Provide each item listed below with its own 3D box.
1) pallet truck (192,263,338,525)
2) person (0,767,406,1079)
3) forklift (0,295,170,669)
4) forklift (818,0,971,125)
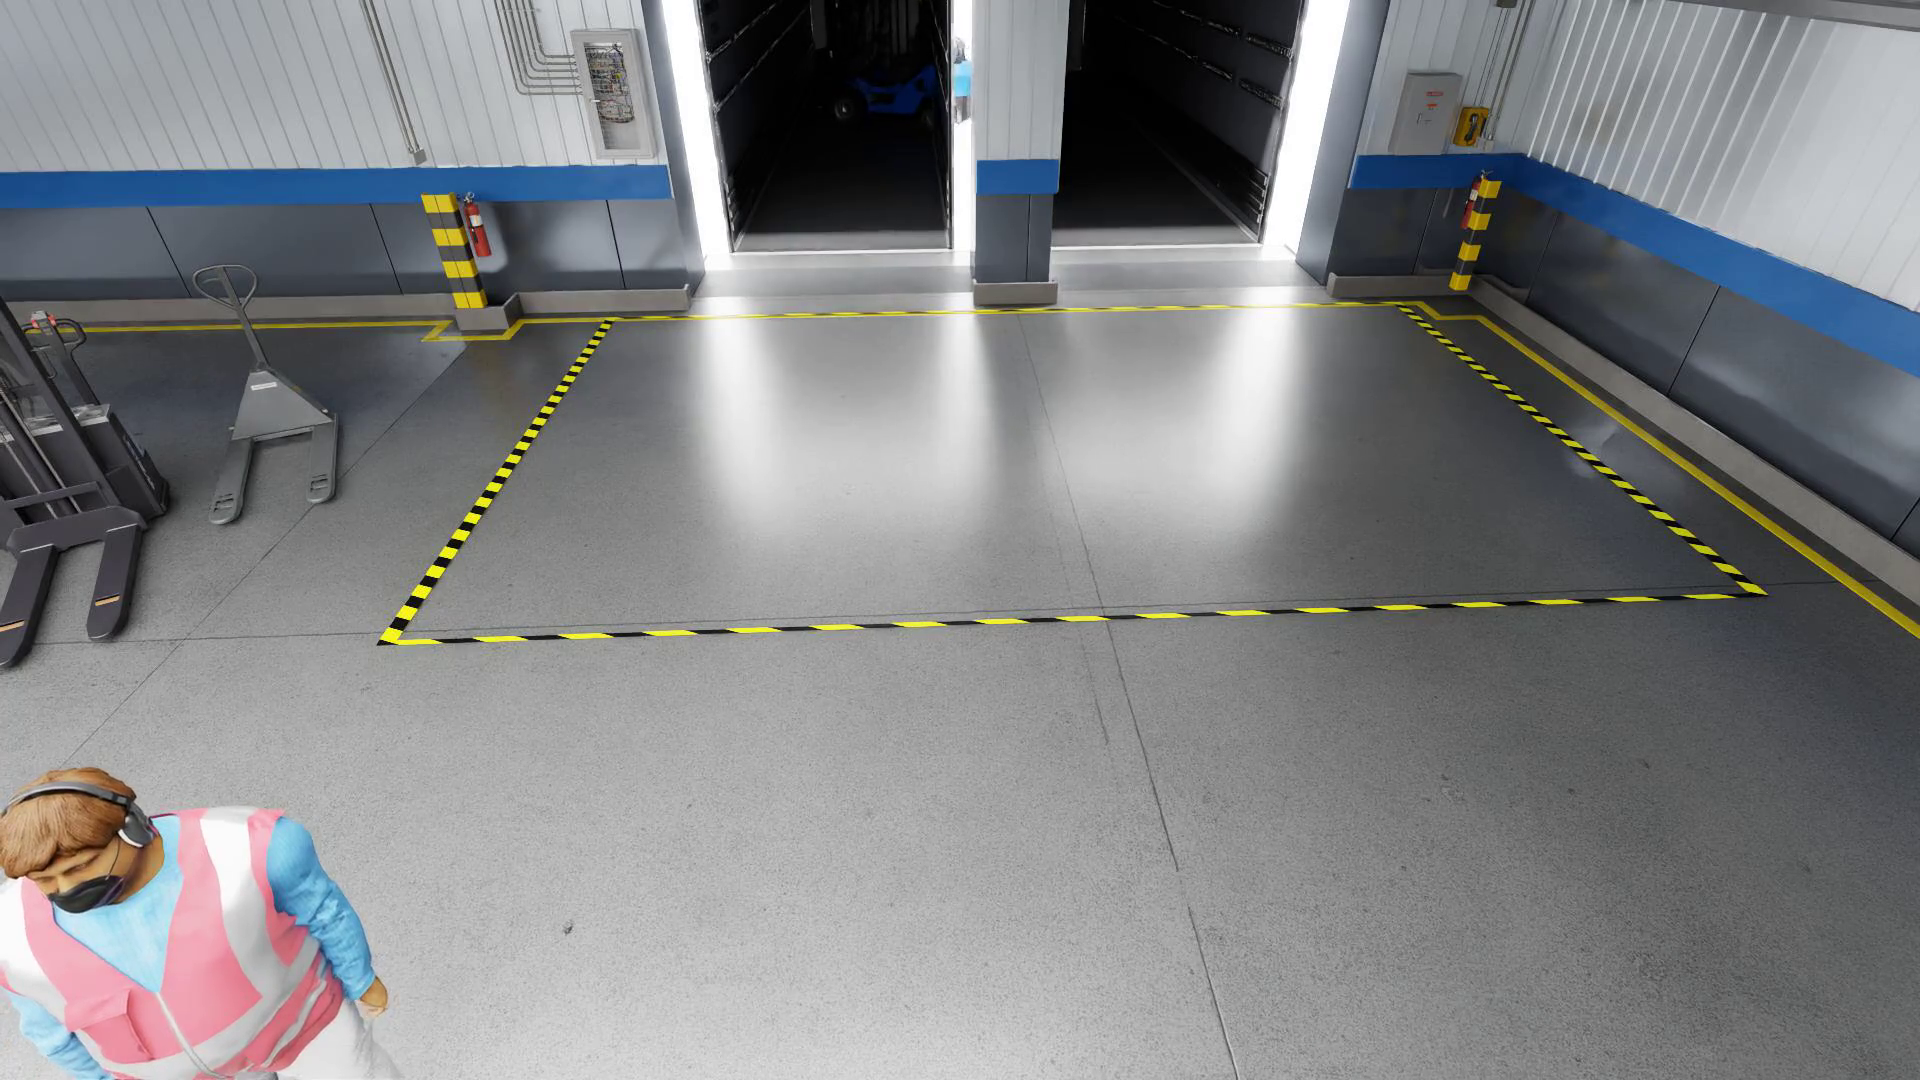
[{"bbox_3d":[-4.778,-1.027,6.128,0.680,1.201,1.601,-17,38,-23],"label":"pallet truck"},{"bbox_3d":[-1.821,1.246,2.334,0.623,1.844,0.431,-19,39,-25],"label":"person"},{"bbox_3d":[-5.212,-0.618,4.878,0.823,1.965,1.885,-20,39,-26],"label":"forklift"},{"bbox_3d":[-1.039,-8.320,15.633,2.680,2.036,1.157,10,36,14],"label":"forklift"}]
